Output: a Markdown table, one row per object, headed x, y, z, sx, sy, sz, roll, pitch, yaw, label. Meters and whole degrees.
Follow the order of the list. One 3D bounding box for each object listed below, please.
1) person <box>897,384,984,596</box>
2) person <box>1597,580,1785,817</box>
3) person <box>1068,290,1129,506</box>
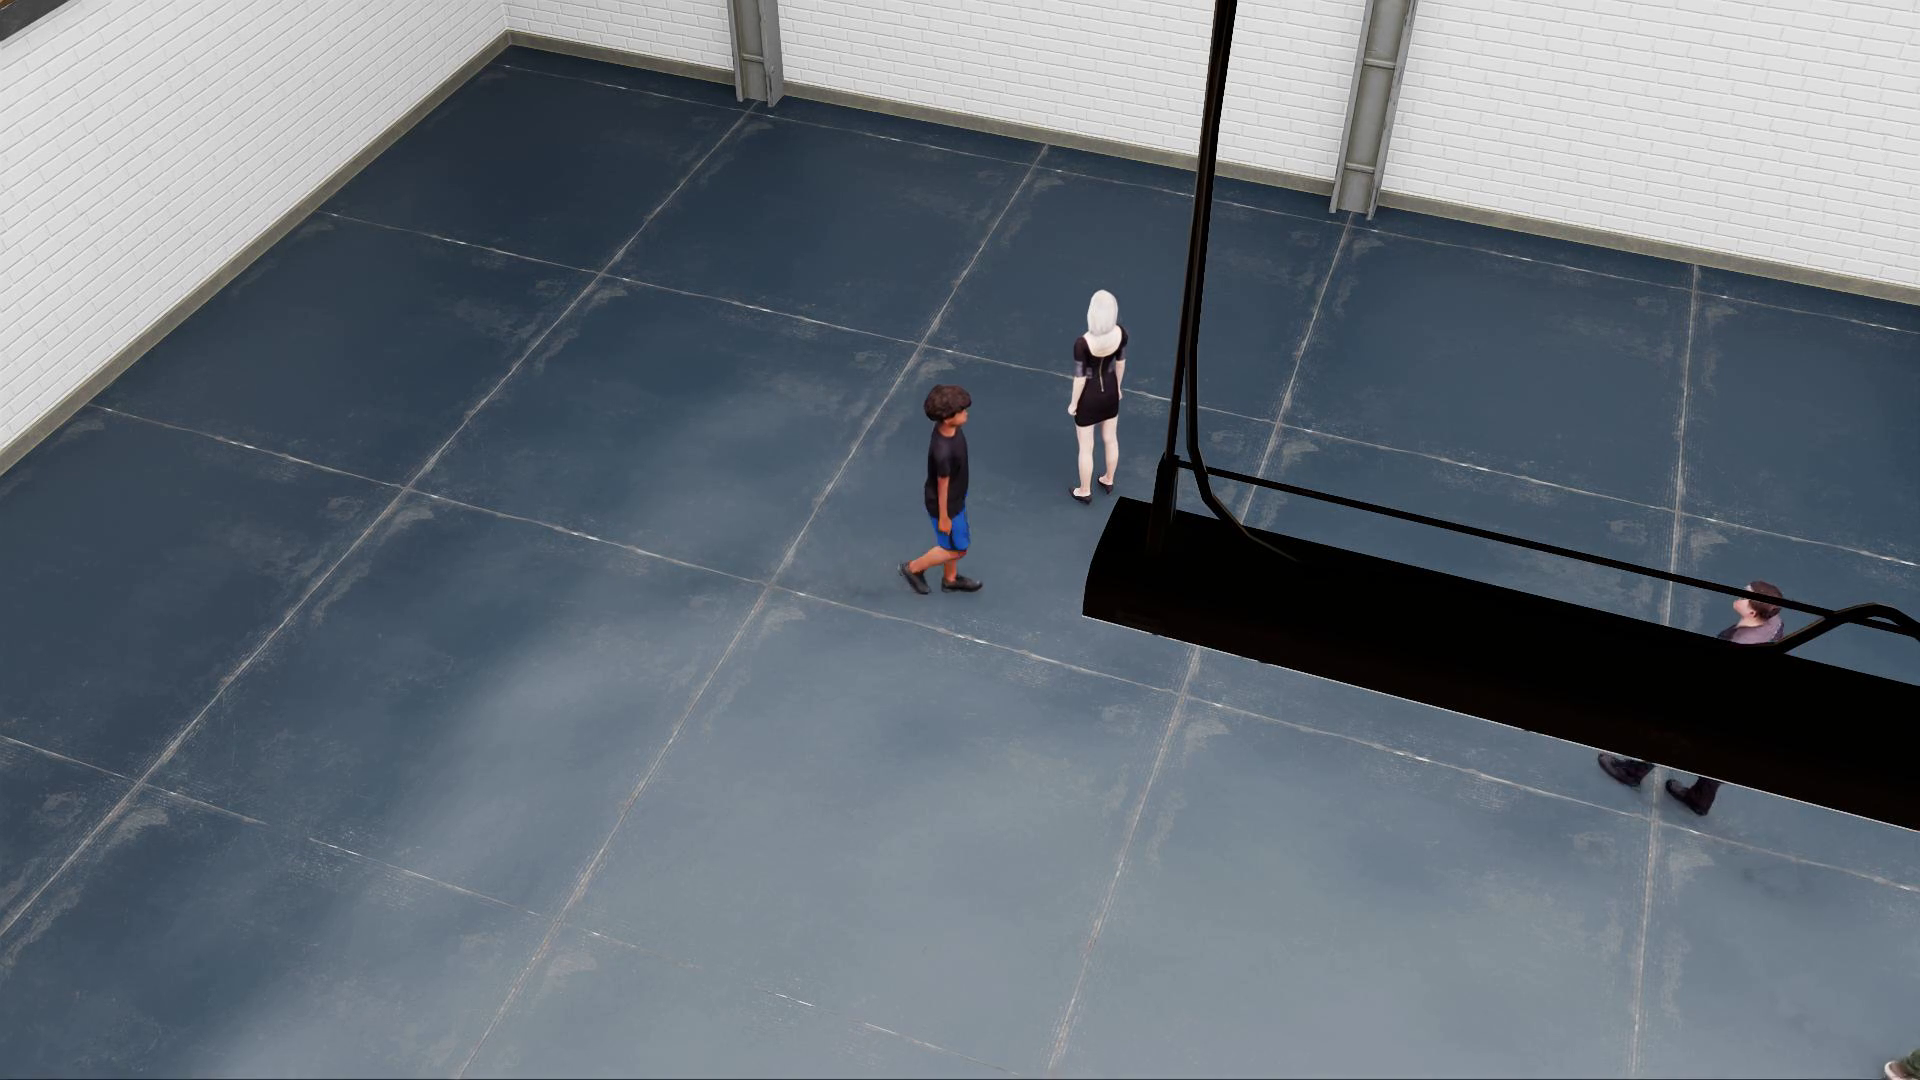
| x | y | z | sx | sy | sz | roll | pitch | yaw | label |
| --- | --- | --- | --- | --- | --- | --- | --- | --- | --- |
| -0.167 | -0.287 | 11.107 | 0.883 | 1.789 | 0.731 | 5 | 44 | 5 | person |
| 4.504 | 0.990 | 9.740 | 0.993 | 1.826 | 1.087 | -31 | 52 | -28 | person |
| 0.976 | -1.008 | 11.834 | 0.636 | 1.829 | 0.690 | -19 | 47 | -19 | person |
